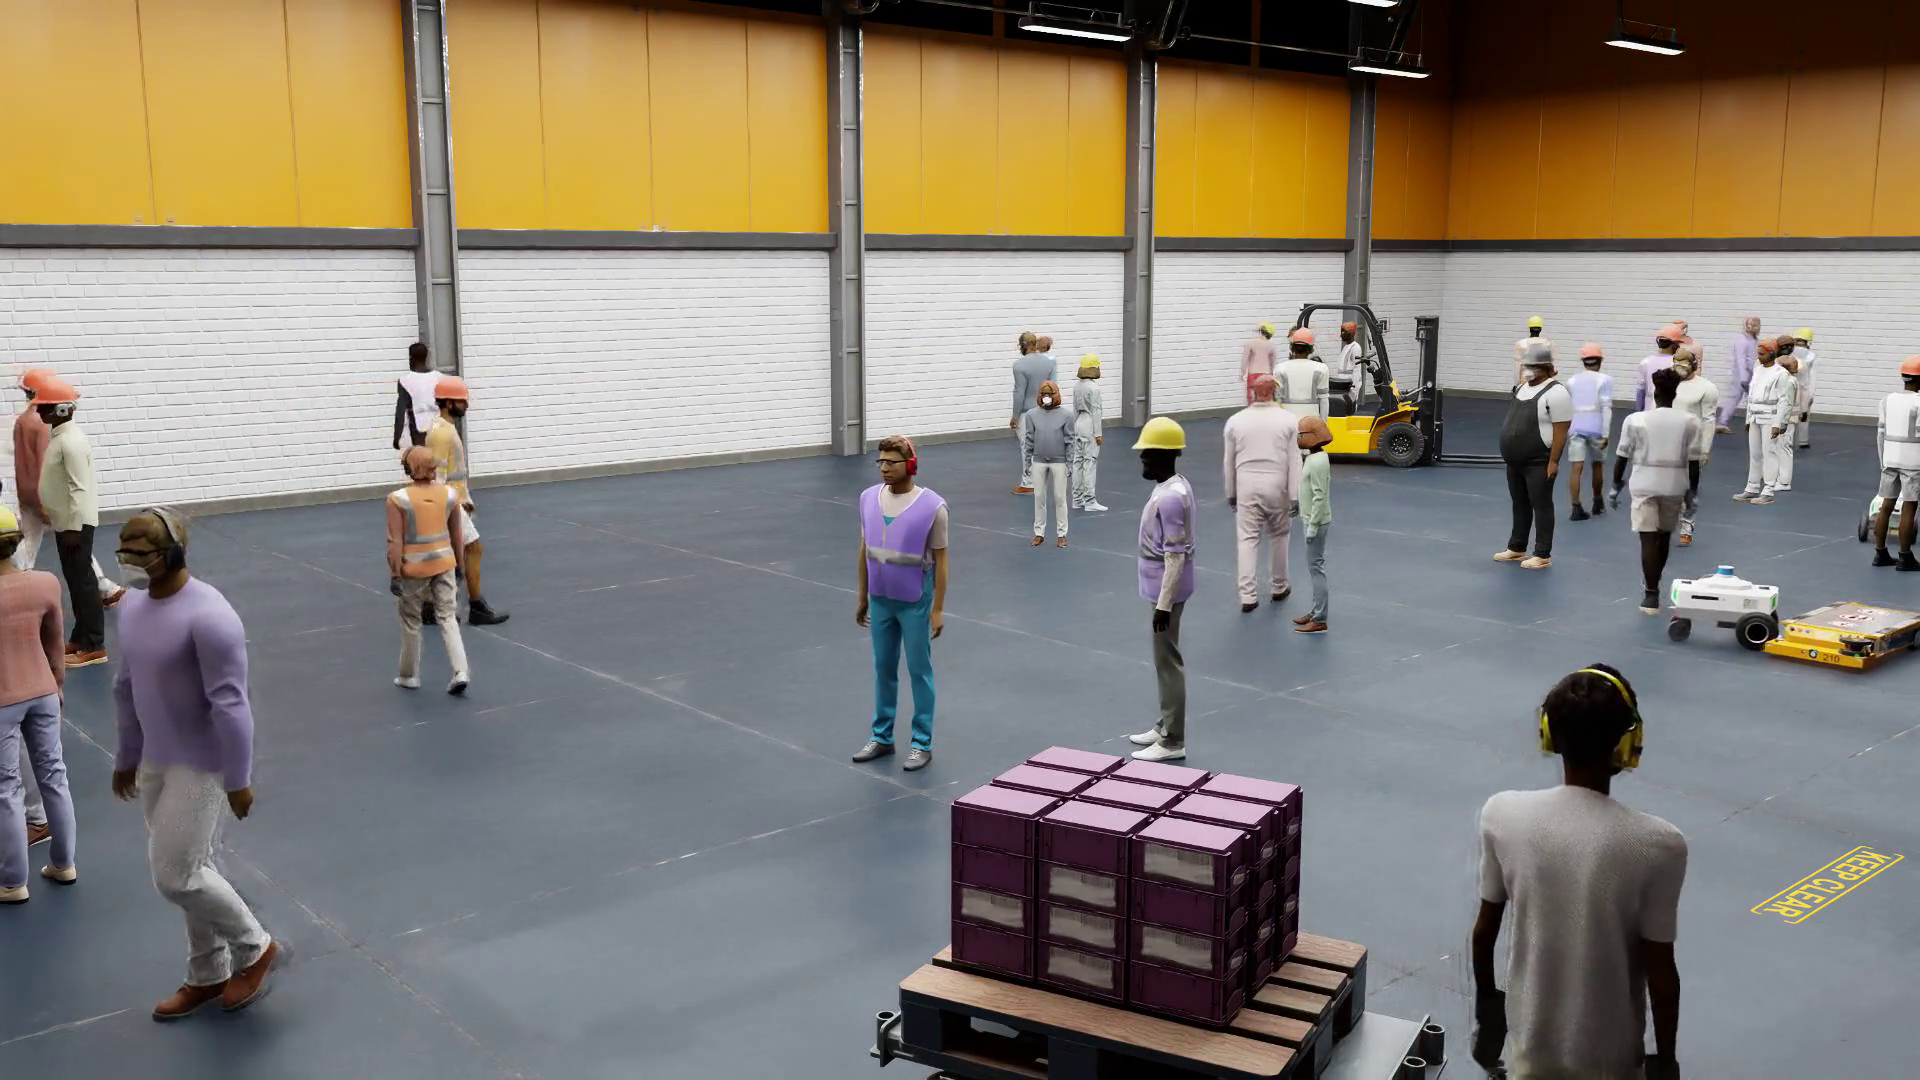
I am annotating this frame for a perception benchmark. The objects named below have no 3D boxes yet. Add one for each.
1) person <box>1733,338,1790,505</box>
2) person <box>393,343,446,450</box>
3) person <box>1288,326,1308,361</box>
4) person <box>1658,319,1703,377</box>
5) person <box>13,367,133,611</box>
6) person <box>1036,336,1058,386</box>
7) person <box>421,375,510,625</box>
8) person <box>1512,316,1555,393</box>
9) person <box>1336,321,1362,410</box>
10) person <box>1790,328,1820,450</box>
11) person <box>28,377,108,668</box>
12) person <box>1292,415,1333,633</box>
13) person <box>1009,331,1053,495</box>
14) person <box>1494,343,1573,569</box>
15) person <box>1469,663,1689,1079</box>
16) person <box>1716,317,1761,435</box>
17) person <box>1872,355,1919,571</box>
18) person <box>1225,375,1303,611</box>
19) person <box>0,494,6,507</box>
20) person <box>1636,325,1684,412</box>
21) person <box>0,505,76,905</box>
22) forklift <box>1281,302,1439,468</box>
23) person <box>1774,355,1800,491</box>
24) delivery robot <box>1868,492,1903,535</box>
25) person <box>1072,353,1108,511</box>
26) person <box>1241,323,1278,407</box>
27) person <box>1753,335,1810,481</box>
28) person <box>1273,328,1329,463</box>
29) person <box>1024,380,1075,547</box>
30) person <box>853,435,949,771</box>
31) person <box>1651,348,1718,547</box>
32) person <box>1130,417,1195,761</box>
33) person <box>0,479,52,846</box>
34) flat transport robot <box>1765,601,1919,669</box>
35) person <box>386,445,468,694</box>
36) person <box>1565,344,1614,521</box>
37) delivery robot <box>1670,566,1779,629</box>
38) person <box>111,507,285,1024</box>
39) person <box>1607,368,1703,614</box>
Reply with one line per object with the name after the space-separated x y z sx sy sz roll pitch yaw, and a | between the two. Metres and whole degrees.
9.142 -1.347 18.925 0.356 1.887 0.572 -2 10 -11 | person
-5.866 -1.175 17.925 0.938 1.876 0.619 6 11 32 | person
4.926 -2.262 24.587 0.943 1.782 0.524 0 10 2 | person
10.340 -2.229 24.031 0.408 1.905 0.652 -9 13 -43 | person
-6.998 -0.363 12.950 0.650 1.948 0.997 8 12 39 | person
1.221 -2.231 24.844 0.531 1.627 0.414 8 12 38 | person
-3.795 -0.295 12.680 0.792 1.905 0.551 -4 10 -20 | person
8.537 -2.370 24.794 0.594 1.924 0.382 0 10 3 | person
5.563 -2.182 23.810 0.353 1.886 0.573 0 10 -1 | person
12.023 -2.154 23.937 0.593 1.797 0.902 10 14 44 | person
-6.135 -0.127 11.458 0.376 1.996 0.612 -7 12 -36 | person
2.643 -0.119 12.472 0.276 1.631 0.507 2 10 11 | person
0.832 -1.493 19.638 0.370 1.936 0.627 9 13 44 | person
5.153 -0.766 15.073 0.538 2.000 0.689 -3 10 -18 | person
1.519 1.209 4.046 0.570 1.852 0.545 8 13 40 | person
12.403 -2.552 26.079 0.658 1.852 0.969 -7 12 -37 | person
8.496 -0.689 14.923 0.364 1.937 0.546 -3 10 -19 | person
2.461 -0.395 13.403 0.655 1.859 0.902 4 10 22 | person
-7.414 -0.245 12.379 0.647 1.910 0.562 2 10 12 | person
8.014 -1.425 18.929 0.396 2.038 0.615 -7 12 -35 | person
-4.147 0.704 7.263 0.307 1.770 0.525 4 11 24 | person
5.320 -2.157 22.763 2.313 2.155 1.214 3 10 16 | forklift
9.907 -1.403 19.979 0.308 1.636 0.523 5 11 25 | person
9.228 -0.310 16.472 0.477 0.478 0.707 6 12 32 | delivery robot
1.435 -1.197 18.462 0.295 1.744 0.484 -5 11 -27 | person
4.932 -2.693 27.305 0.648 1.720 0.341 0 10 2 | person
10.258 -1.633 20.778 0.659 1.819 0.741 2 10 14 | person
3.688 -1.275 18.045 0.608 2.044 0.371 2 10 14 | person
0.867 -0.737 16.122 0.502 1.626 0.282 3 10 17 | person
-0.315 0.340 9.173 0.563 1.843 0.392 6 11 32 | person
7.000 -0.902 16.185 0.627 1.934 0.372 9 13 43 | person
1.126 0.274 9.307 0.370 1.926 0.594 1 10 5 | person
-4.571 0.550 7.888 0.519 1.865 0.328 9 13 41 | person
6.394 0.660 11.893 1.431 0.197 0.652 -9 13 -41 | flat transport robot
-3.420 0.195 10.681 0.531 1.617 0.688 -9 13 -42 | person
6.791 -1.170 17.948 0.548 1.862 0.968 8 12 38 | person
5.569 0.432 12.128 0.707 0.478 0.477 5 11 25 | delivery robot
-2.848 0.830 6.069 0.640 1.925 0.431 8 12 38 | person
5.552 -0.417 13.342 0.637 1.916 0.966 1 10 8 | person
